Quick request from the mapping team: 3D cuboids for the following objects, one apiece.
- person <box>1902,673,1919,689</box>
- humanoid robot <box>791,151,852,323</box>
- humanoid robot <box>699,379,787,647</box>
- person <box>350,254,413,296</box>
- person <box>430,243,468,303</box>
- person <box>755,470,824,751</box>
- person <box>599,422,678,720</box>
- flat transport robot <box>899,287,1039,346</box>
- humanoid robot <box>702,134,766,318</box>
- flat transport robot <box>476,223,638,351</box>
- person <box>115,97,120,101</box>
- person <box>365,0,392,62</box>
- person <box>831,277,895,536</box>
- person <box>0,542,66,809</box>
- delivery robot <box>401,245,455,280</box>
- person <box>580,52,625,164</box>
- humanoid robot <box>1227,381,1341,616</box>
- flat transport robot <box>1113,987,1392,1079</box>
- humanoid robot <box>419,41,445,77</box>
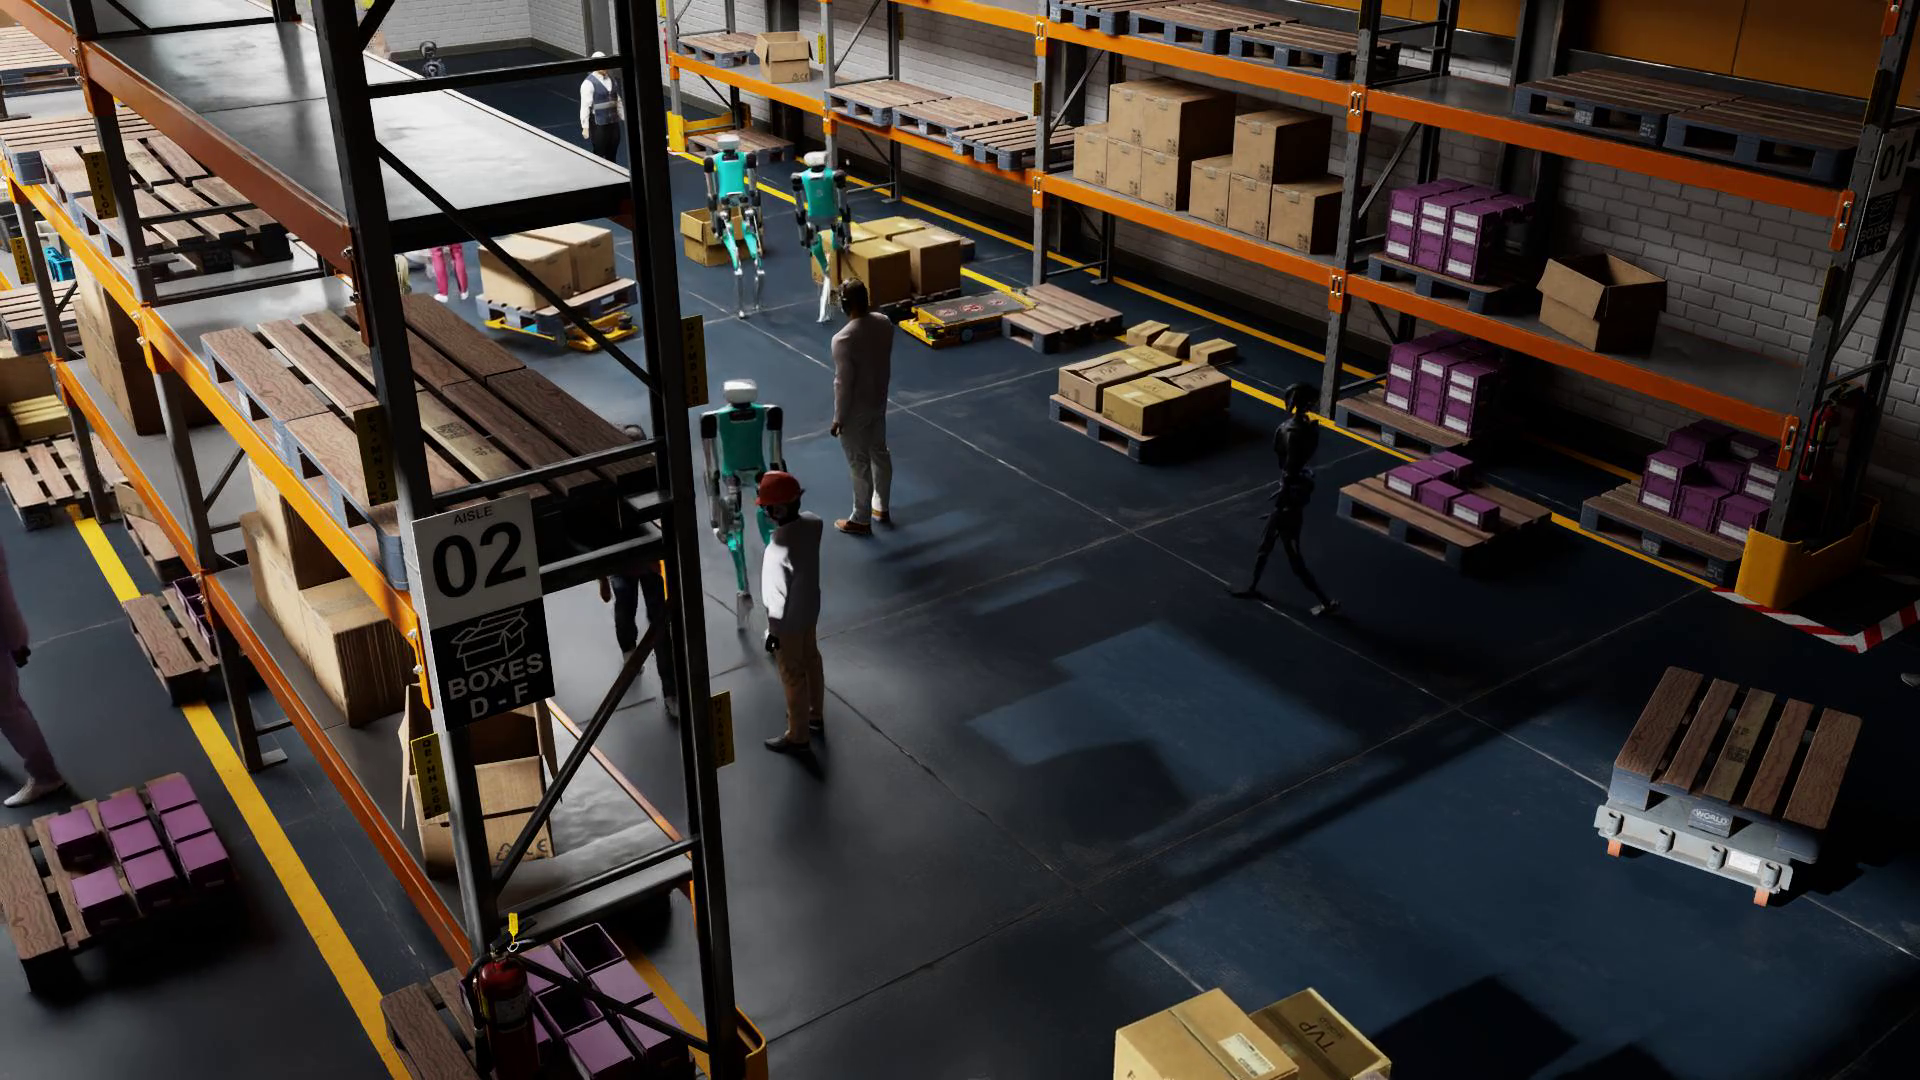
[{"bbox_3d":[6.171,0.045,10.029,0.499,1.948,0.420,-16,31,-28],"label":"person"},{"bbox_3d":[-1.298,-3.032,16.412,0.548,1.756,0.991,3,27,5],"label":"humanoid robot"},{"bbox_3d":[-1.285,-0.061,10.525,0.546,1.777,0.878,-9,28,-17],"label":"humanoid robot"},{"bbox_3d":[-4.893,-1.877,14.095,0.585,1.722,0.601,17,31,30],"label":"person"},{"bbox_3d":[-5.263,-3.236,16.919,0.503,1.617,0.319,-17,31,-30],"label":"person"},{"bbox_3d":[-0.976,0.400,9.543,0.330,1.746,0.558,9,28,17],"label":"person"},{"bbox_3d":[-1.949,0.122,10.041,0.535,1.797,0.958,-12,29,-22],"label":"person"},{"bbox_3d":[0.181,-2.195,16.354,1.431,0.231,0.659,-15,30,-27],"label":"flat transport robot"},{"bbox_3d":[-2.182,-3.053,16.427,0.548,1.763,0.813,-8,28,-15],"label":"humanoid robot"},{"bbox_3d":[-3.905,-2.142,16.248,1.431,0.231,0.659,16,31,29],"label":"flat transport robot"},{"bbox_3d":[-10.650,-5.431,20.869,0.617,1.997,0.374,21,33,35],"label":"person"},{"bbox_3d":[-8.252,-6.752,23.593,0.593,1.909,0.590,-10,28,-19],"label":"person"},{"bbox_3d":[-0.719,-0.961,12.049,0.372,1.933,0.626,16,31,29],"label":"person"},{"bbox_3d":[-5.423,0.544,9.127,0.716,1.871,0.430,10,28,19],"label":"person"},{"bbox_3d":[-5.800,-3.138,17.932,0.811,0.613,0.499,19,33,33],"label":"delivery robot"},{"bbox_3d":[-4.396,-5.125,20.521,0.430,1.758,0.748,17,31,30],"label":"person"},{"bbox_3d":[2.204,-0.262,11.013,0.779,1.648,0.601,8,28,16],"label":"humanoid robot"},{"bbox_3d":[1.359,2.701,6.615,1.431,0.231,0.659,-14,30,-26],"label":"flat transport robot"},{"bbox_3d":[-6.777,-5.654,21.664,0.325,1.649,0.610,-8,28,-15],"label":"humanoid robot"}]
